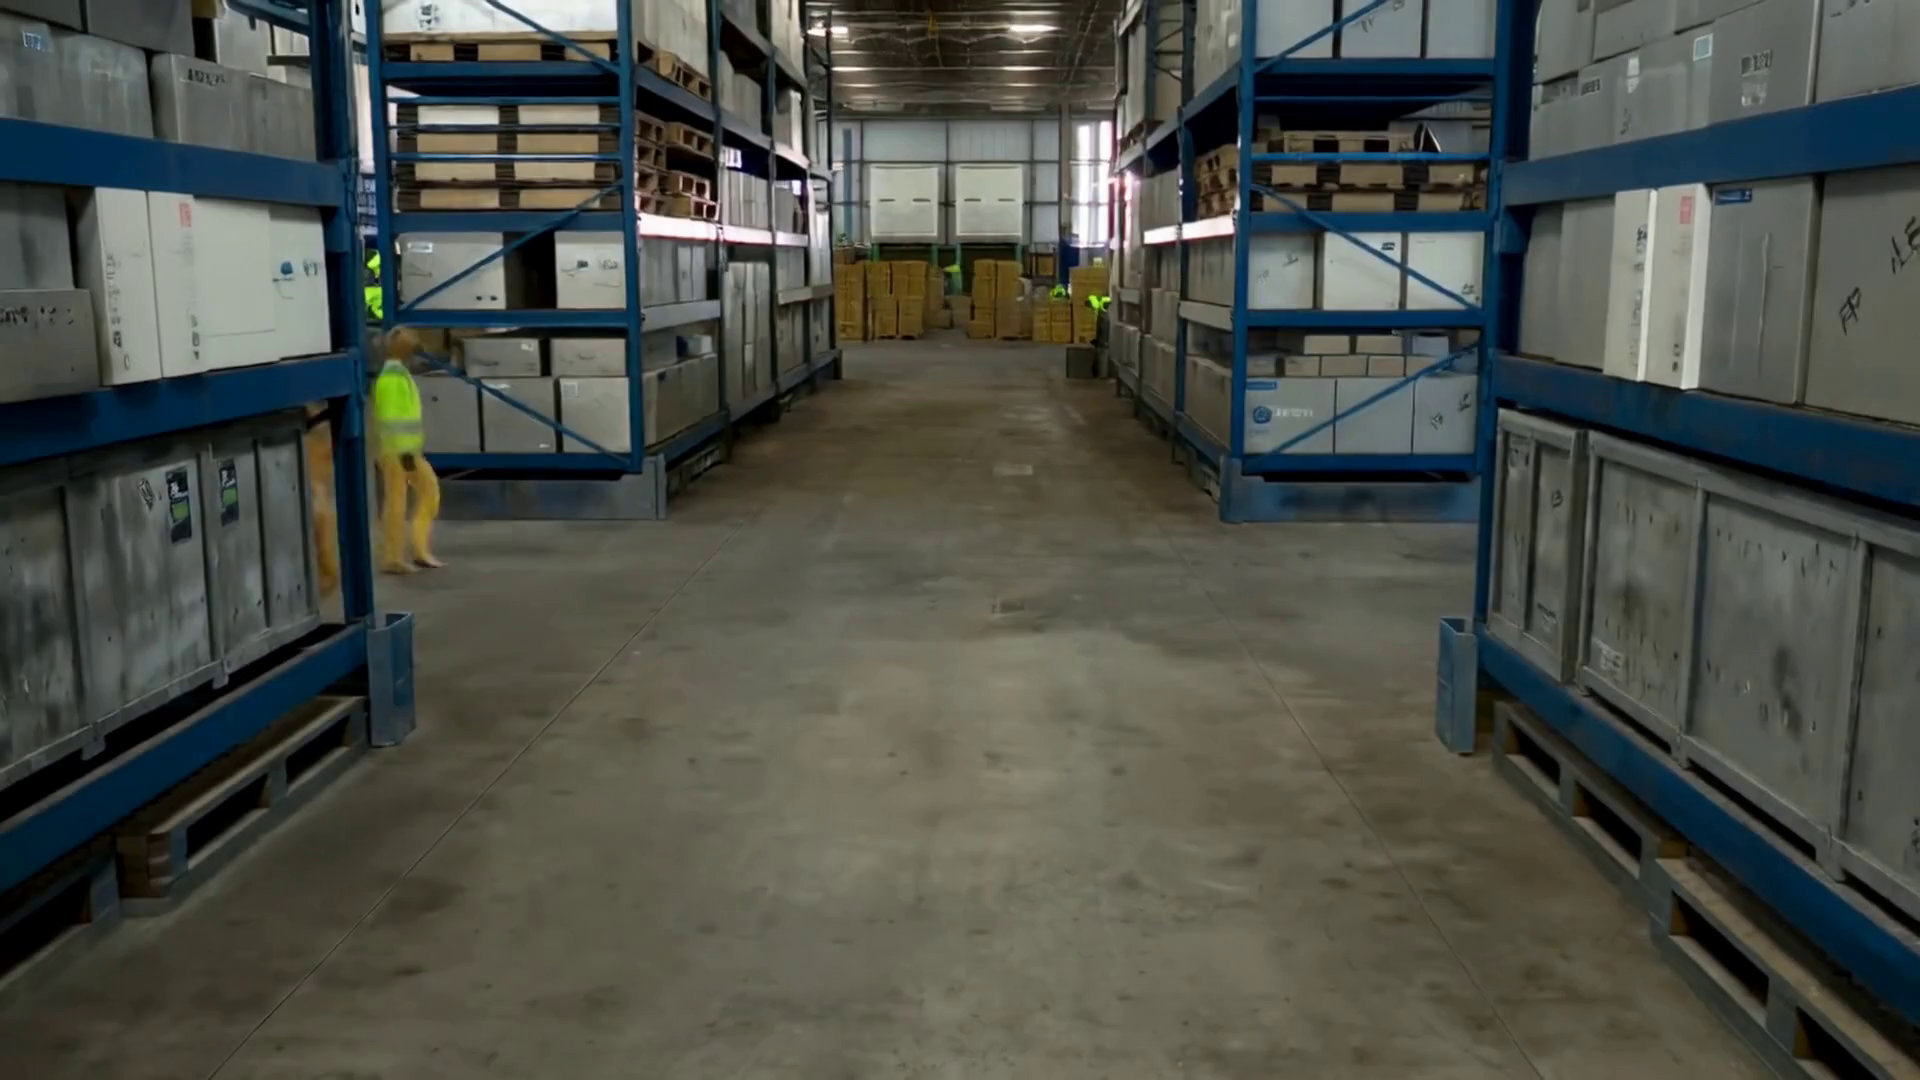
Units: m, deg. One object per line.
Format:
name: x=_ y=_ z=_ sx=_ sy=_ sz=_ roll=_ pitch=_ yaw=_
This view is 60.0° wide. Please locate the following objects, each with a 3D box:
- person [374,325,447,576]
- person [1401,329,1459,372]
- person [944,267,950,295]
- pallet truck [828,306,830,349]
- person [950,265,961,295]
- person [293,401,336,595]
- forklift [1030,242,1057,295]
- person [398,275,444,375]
person: x=-3.533 y=-0.568 z=10.722 sx=0.540 sy=1.619 sz=0.551 roll=-2 pitch=10 yaw=-9
person: x=5.220 y=-2.079 z=18.545 sx=0.632 sy=2.032 sz=0.420 roll=0 pitch=9 yaw=2
person: x=-0.602 y=-9.696 z=64.687 sx=0.509 sy=1.865 sz=0.614 roll=5 pitch=11 yaw=30
pallet truck: x=-3.100 y=-3.940 z=29.800 sx=1.885 sy=1.965 sz=0.823 roll=3 pitch=10 yaw=19
person: x=-0.220 y=-9.822 z=65.293 sx=0.573 sy=1.908 sz=0.585 roll=3 pitch=10 yaw=20
person: x=-3.165 y=-0.188 z=7.653 sx=0.544 sy=1.886 sz=0.659 roll=0 pitch=9 yaw=-1
forklift: x=3.230 y=-10.146 z=64.339 sx=1.129 sy=2.768 sz=1.873 roll=0 pitch=9 yaw=1
person: x=-6.282 y=-2.111 z=19.154 sx=0.668 sy=1.889 sz=0.438 roll=3 pitch=10 yaw=17
